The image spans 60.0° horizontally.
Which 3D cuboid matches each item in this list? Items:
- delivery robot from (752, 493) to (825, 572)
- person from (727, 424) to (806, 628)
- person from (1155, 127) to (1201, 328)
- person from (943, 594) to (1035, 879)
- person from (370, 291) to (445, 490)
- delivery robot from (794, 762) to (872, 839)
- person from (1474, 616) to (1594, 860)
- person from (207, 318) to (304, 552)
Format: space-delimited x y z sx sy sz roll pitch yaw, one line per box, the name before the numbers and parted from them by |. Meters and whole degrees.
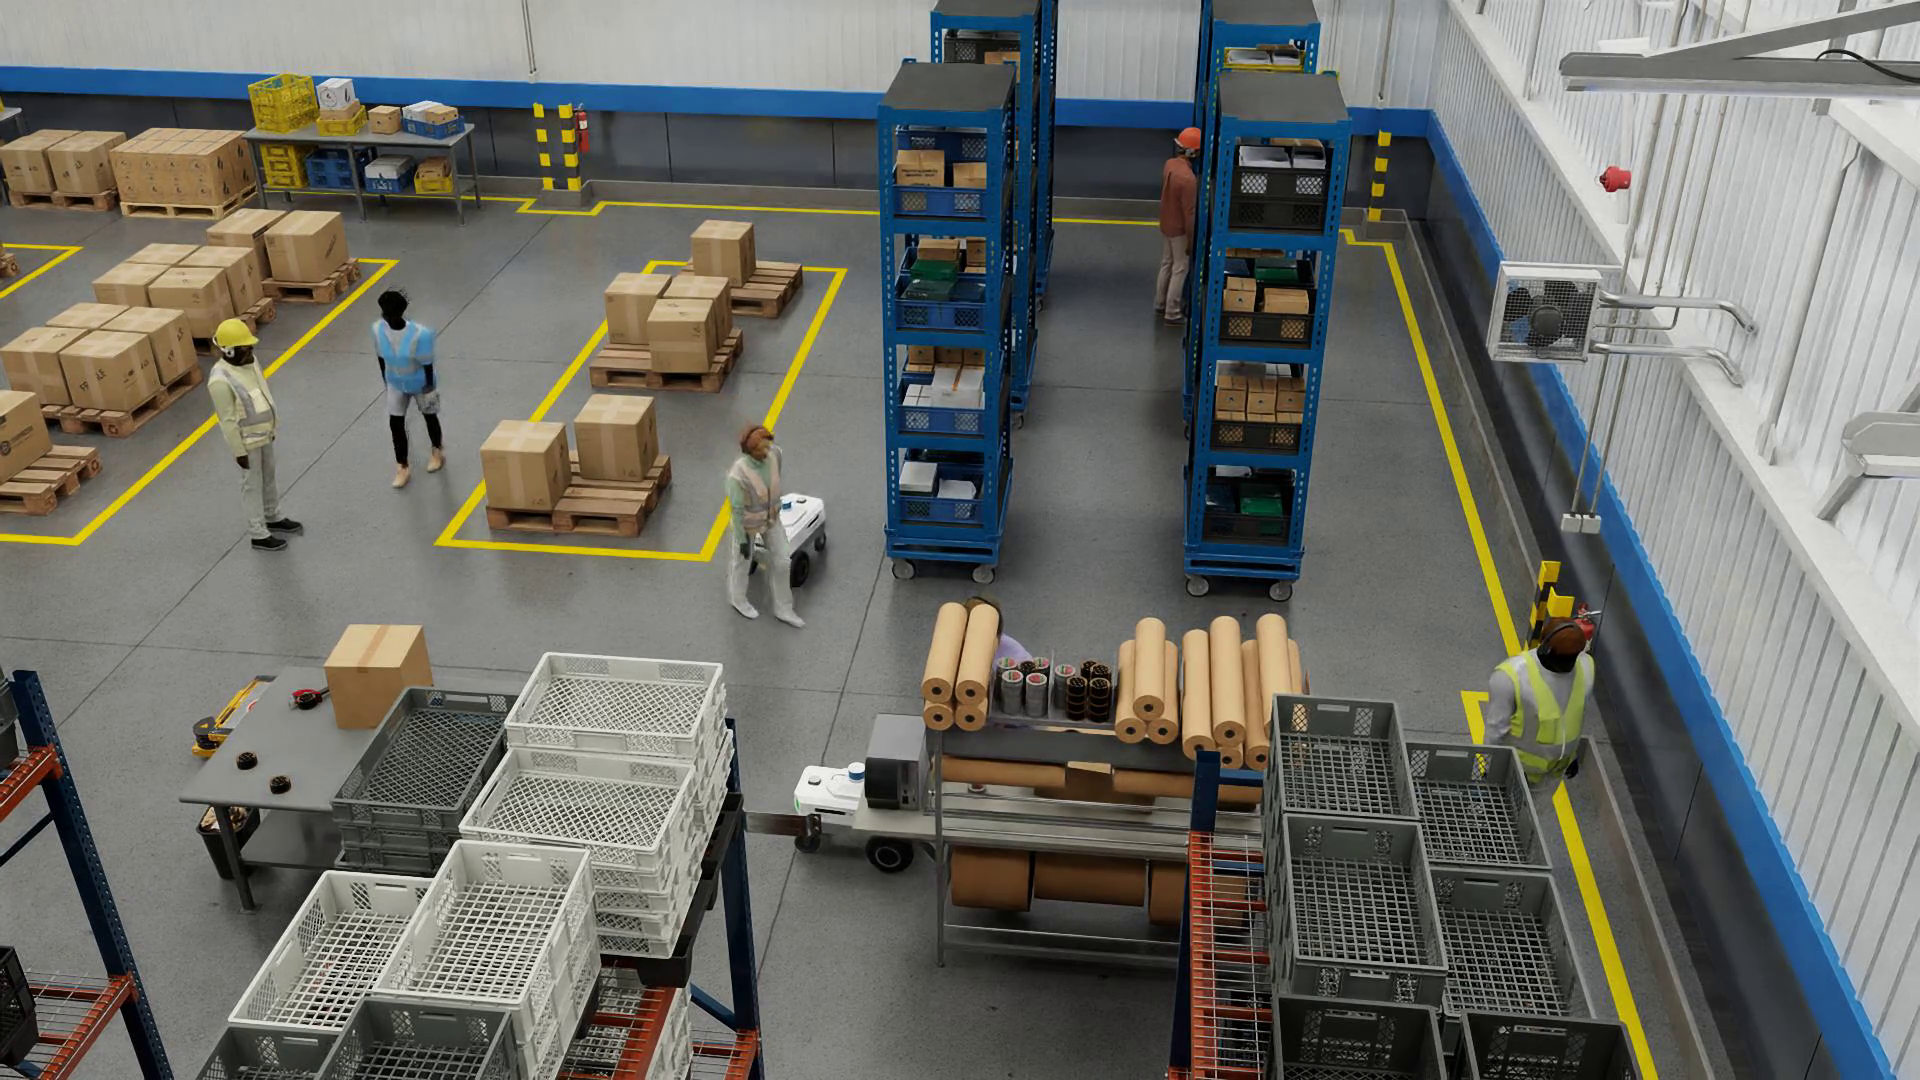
delivery robot | -1.298 -0.090 12.431 0.477 0.478 0.707 12 32 19
person | -1.383 -0.099 11.486 0.722 1.603 0.531 25 38 36
person | 2.151 -3.034 16.177 0.410 1.980 0.626 -8 31 -14
person | 0.135 1.106 9.116 0.627 1.930 0.372 18 35 28
person | -4.442 -1.217 13.355 0.539 1.659 0.762 3 30 5
delivery robot | -0.594 1.514 9.675 0.707 0.478 0.477 6 31 10
person | 3.109 1.202 9.038 0.619 1.838 0.428 -10 32 -16
person | -5.312 -0.801 12.492 0.403 1.827 0.595 2 30 3
